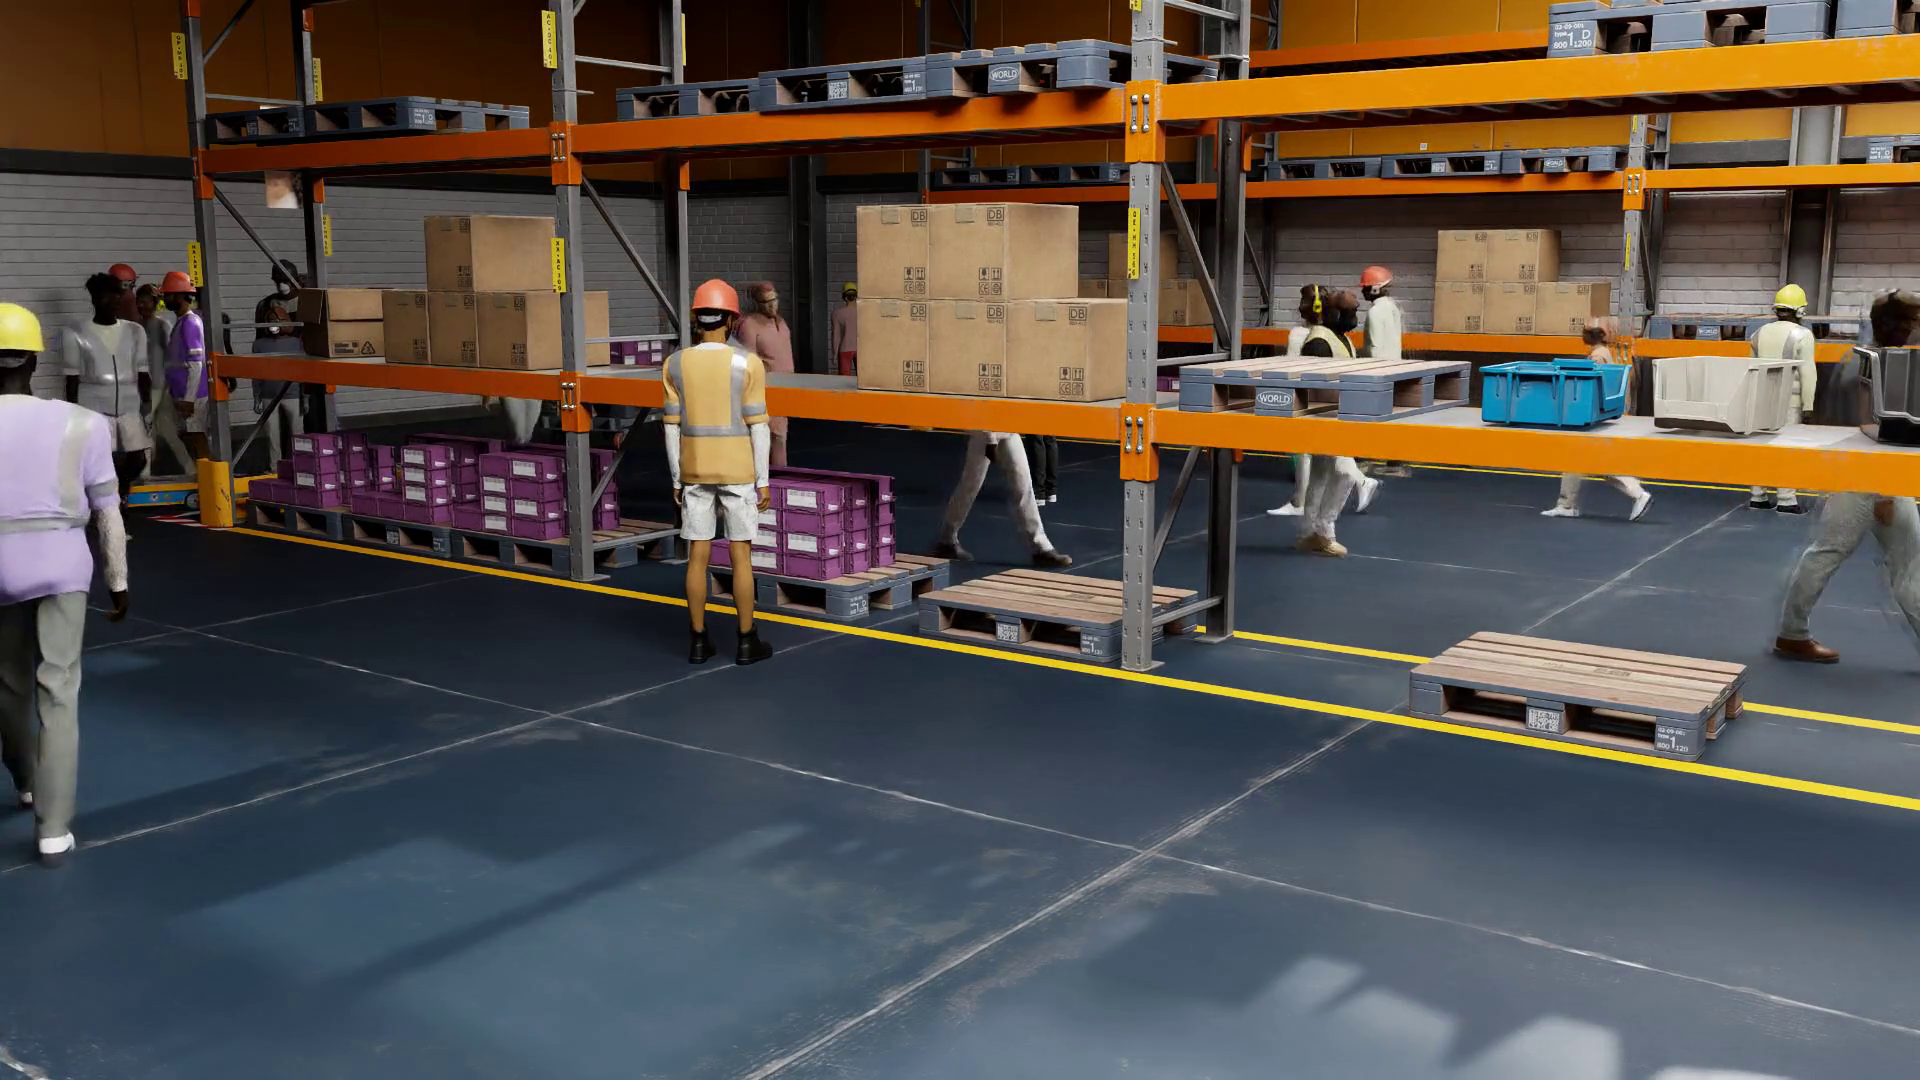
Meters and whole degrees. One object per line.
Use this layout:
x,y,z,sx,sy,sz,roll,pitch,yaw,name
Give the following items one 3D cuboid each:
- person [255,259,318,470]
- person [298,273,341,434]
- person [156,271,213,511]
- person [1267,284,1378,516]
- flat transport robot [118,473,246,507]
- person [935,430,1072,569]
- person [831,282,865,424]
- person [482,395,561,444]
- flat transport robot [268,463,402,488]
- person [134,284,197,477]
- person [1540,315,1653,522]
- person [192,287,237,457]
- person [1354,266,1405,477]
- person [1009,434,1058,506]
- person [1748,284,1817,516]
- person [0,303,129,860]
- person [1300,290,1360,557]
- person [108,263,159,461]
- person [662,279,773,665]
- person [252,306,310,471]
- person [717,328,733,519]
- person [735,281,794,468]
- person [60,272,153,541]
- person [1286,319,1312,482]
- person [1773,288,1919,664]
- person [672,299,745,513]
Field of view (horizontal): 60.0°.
-6.476,-1.688,16.094,0.685,2.000,0.538,-1,10,-7,person
-6.787,-1.826,17.353,0.430,1.892,0.659,7,12,36,person
-6.273,-1.203,13.509,0.363,1.939,0.542,-5,11,-25,person
2.888,-1.091,13.124,0.789,1.851,0.528,2,10,11,person
-6.620,-0.392,13.636,1.431,0.197,0.652,-4,10,-24,flat transport robot
0.236,-0.719,10.981,1.001,1.828,0.595,6,11,33,person
-1.350,-2.327,20.724,0.523,1.767,0.313,-3,10,-16,person
-3.574,-1.237,13.767,0.655,1.914,0.802,-9,13,-44,person
-5.303,-0.502,14.287,1.431,0.197,0.652,-7,12,-37,flat transport robot
-7.086,-1.330,14.650,0.697,1.829,0.503,-7,12,-36,person
4.985,-0.941,12.914,0.752,1.611,0.514,3,10,17,person
-7.486,-1.650,16.484,0.561,1.840,0.777,-3,10,-16,person
3.877,-1.578,15.647,0.766,1.962,0.624,8,12,38,person
0.650,-1.242,13.793,0.392,1.922,0.593,5,11,29,person
6.566,-1.109,13.247,0.404,1.836,0.599,-4,10,-21,person
-3.255,0.117,5.836,0.607,1.868,1.004,-5,11,-28,person
2.584,-0.792,11.414,0.545,1.820,0.656,4,10,24,person
-8.389,-1.790,16.836,0.393,1.995,0.612,-7,12,-38,person
-1.202,-0.331,8.333,0.543,1.933,0.364,2,10,10,person
-5.900,-1.212,14.470,0.498,1.633,0.285,-1,10,-3,person
-1.909,-1.013,13.090,0.322,1.698,0.533,-4,10,-24,person
-1.654,-1.209,13.777,0.752,1.871,0.653,4,10,22,person
-6.202,-0.967,12.099,0.558,1.948,0.601,9,13,43,person
3.223,-1.356,15.039,0.518,1.734,0.649,-8,12,-39,person
4.532,-0.269,8.103,1.024,1.880,0.649,8,13,41,person
-1.777,-0.850,11.936,0.965,1.763,0.608,5,11,27,person
